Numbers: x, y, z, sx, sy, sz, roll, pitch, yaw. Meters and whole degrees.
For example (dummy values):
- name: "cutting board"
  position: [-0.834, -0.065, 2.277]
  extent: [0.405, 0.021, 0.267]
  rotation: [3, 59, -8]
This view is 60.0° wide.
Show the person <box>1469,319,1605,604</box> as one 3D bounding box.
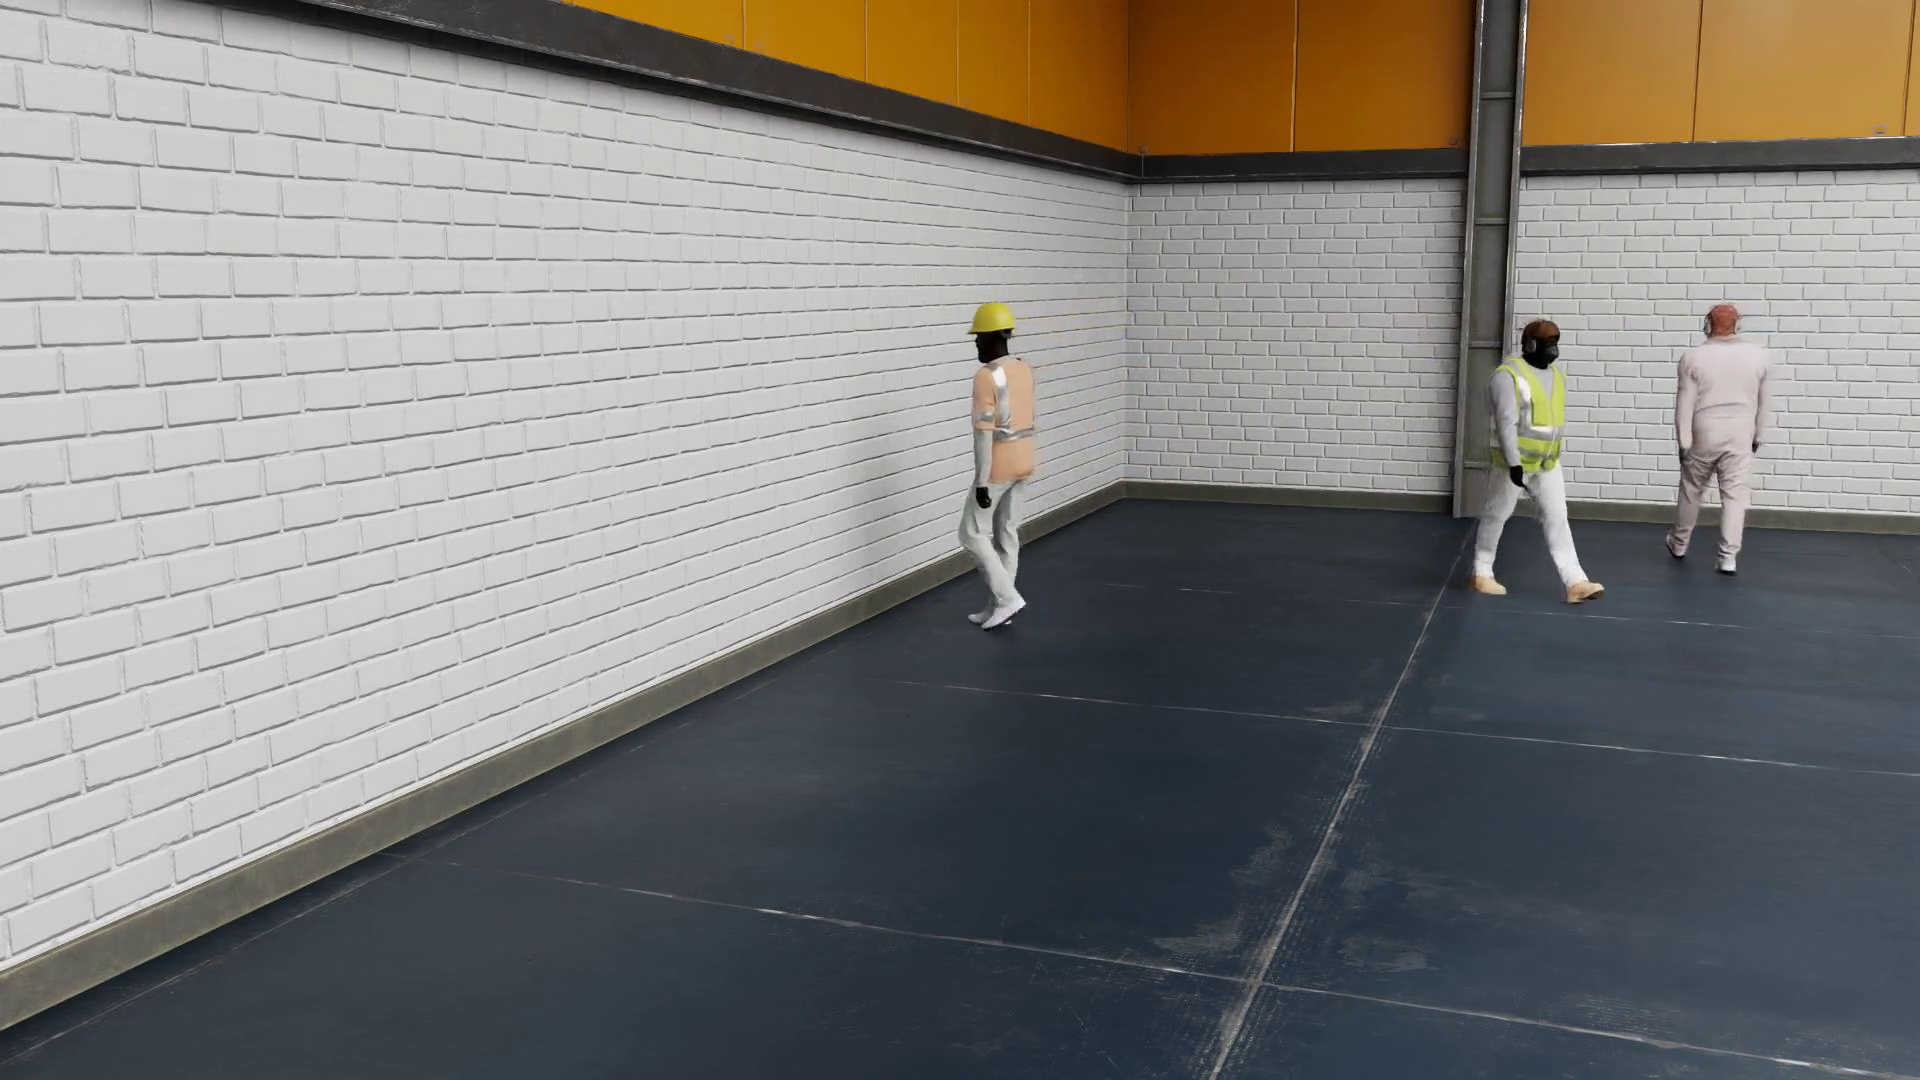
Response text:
- name: "person"
  position: [3.635, -0.490, 10.534]
  extent: [0.638, 1.787, 0.979]
  rotation: [-4, 10, -25]

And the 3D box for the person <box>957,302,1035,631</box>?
- name: "person"
  position: [0.219, -0.419, 9.670]
  extent: [0.410, 1.918, 0.615]
  rotation: [6, 11, 33]

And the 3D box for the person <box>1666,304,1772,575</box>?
- name: "person"
  position: [5.343, -0.724, 11.762]
  extent: [0.651, 1.863, 0.943]
  rotation: [2, 9, 11]
